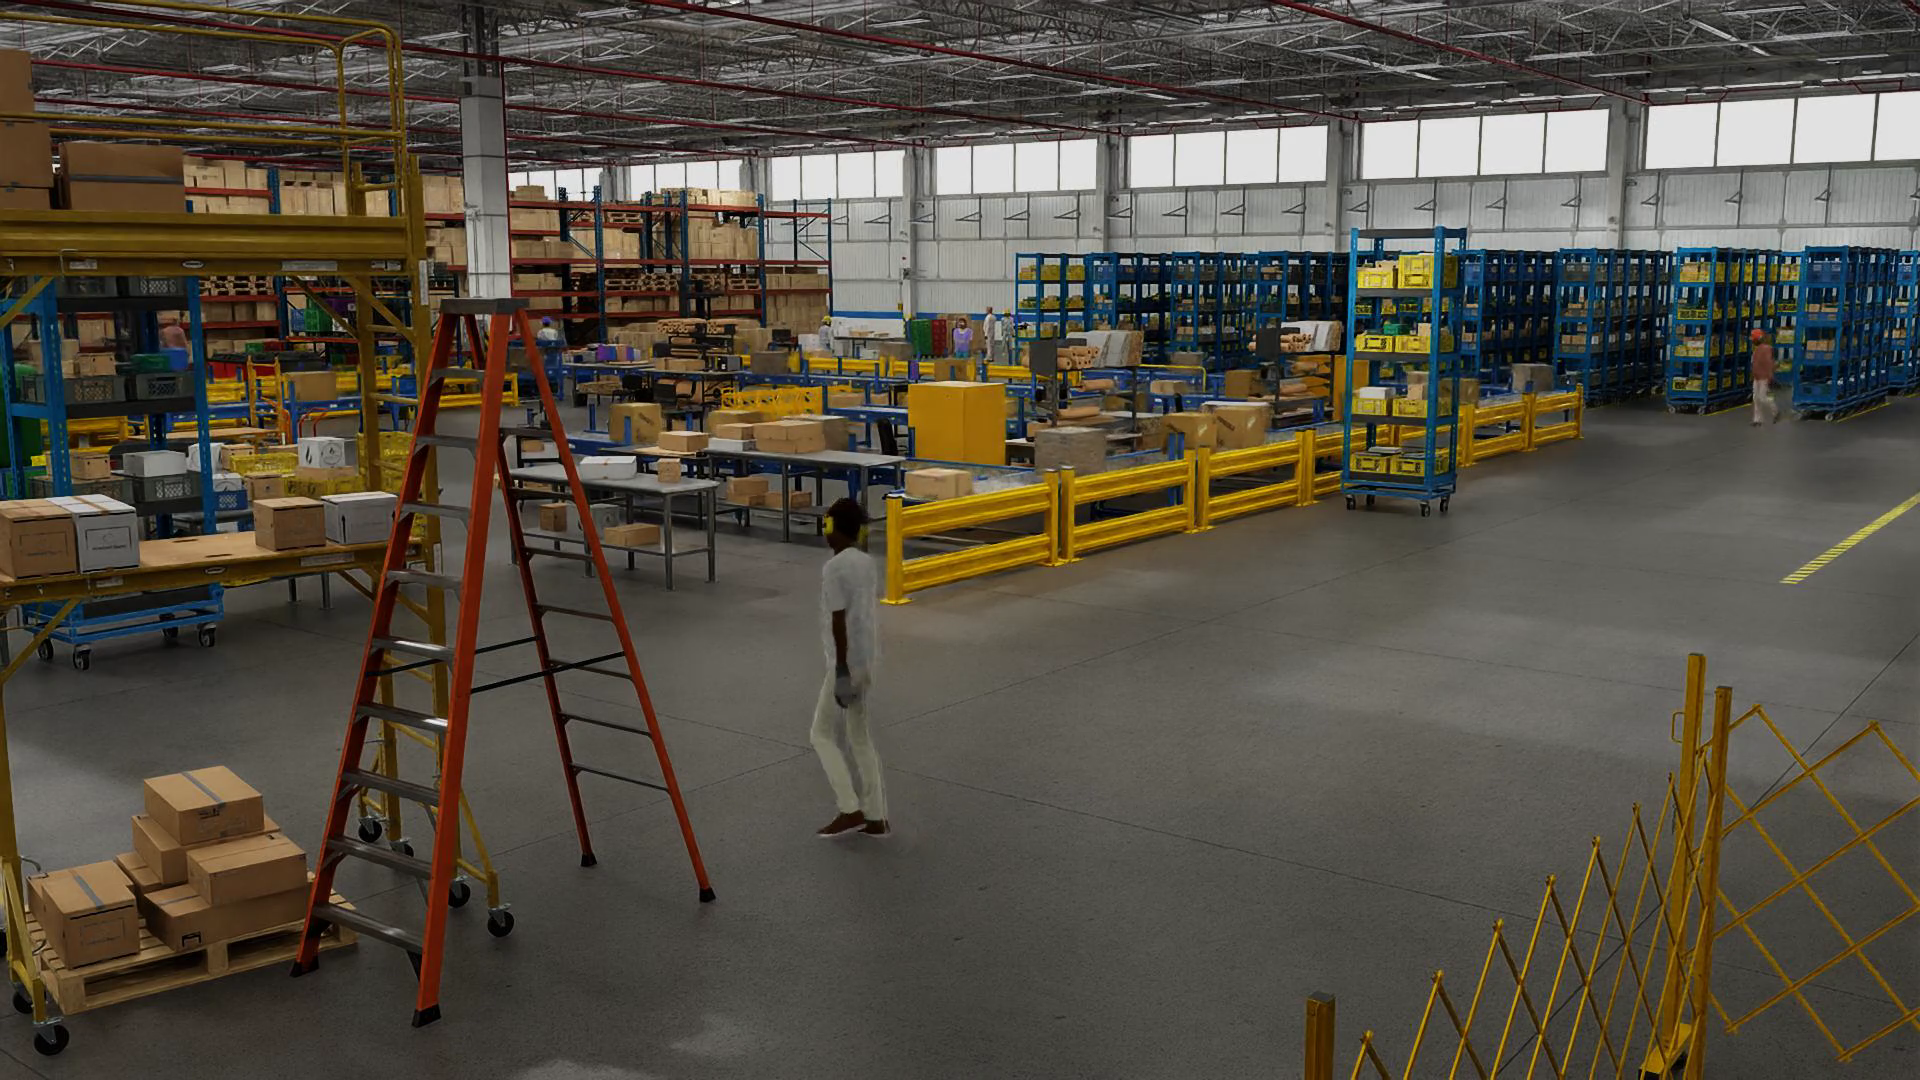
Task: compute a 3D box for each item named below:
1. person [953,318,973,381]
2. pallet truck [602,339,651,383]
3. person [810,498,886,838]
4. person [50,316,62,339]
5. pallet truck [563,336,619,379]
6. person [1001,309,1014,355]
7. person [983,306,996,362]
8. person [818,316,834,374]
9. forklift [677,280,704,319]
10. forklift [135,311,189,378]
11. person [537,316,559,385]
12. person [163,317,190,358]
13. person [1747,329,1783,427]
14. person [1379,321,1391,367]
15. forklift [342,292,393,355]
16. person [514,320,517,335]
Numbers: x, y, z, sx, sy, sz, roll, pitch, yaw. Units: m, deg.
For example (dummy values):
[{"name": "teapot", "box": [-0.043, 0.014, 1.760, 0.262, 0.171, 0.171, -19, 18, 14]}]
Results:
[{"name": "person", "box": [0.075, -5.089, 45.010, 0.564, 1.846, 0.390, 3, 9, 16]}, {"name": "pallet truck", "box": [-8.991, -4.871, 45.351, 0.653, 1.274, 1.630, 7, 11, 37]}, {"name": "person", "box": [-0.574, 0.692, 8.980, 0.484, 1.827, 0.532, 5, 10, 28]}, {"name": "person", "box": [-26.807, -5.745, 49.307, 1.020, 1.774, 0.603, -7, 11, -37]}, {"name": "pallet truck", "box": [-10.690, -5.294, 48.215, 1.601, 1.201, 0.680, -5, 10, -26]}, {"name": "person", "box": [1.766, -7.725, 61.817, 0.485, 1.734, 0.347, -2, 9, -11]}, {"name": "person", "box": [1.001, -7.077, 57.234, 0.407, 1.908, 0.641, 4, 10, 22]}, {"name": "person", "box": [-3.825, -5.543, 47.913, 0.404, 1.825, 0.591, -8, 12, -41]}, {"name": "forklift", "box": [-8.859, -7.178, 54.831, 1.873, 2.768, 1.129, 7, 11, 37]}, {"name": "forklift", "box": [-21.055, -5.272, 42.937, 1.873, 2.768, 1.129, -6, 11, -34]}, {"name": "person", "box": [-10.828, -4.939, 43.838, 0.617, 1.925, 0.810, -7, 11, -37]}, {"name": "person", "box": [-21.238, -5.137, 45.249, 0.673, 1.856, 0.991, 4, 10, 22]}, {"name": "person", "box": [15.853, -3.189, 32.818, 0.646, 1.953, 0.663, -1, 9, -4]}, {"name": "person", "box": [11.199, -4.864, 43.820, 0.585, 1.790, 0.946, 6, 11, 33]}, {"name": "forklift", "box": [-16.485, -5.622, 45.120, 1.129, 2.768, 1.873, 7, 11, 37]}, {"name": "person", "box": [-16.103, -7.460, 59.652, 0.401, 1.901, 0.640, -4, 10, -22]}]
